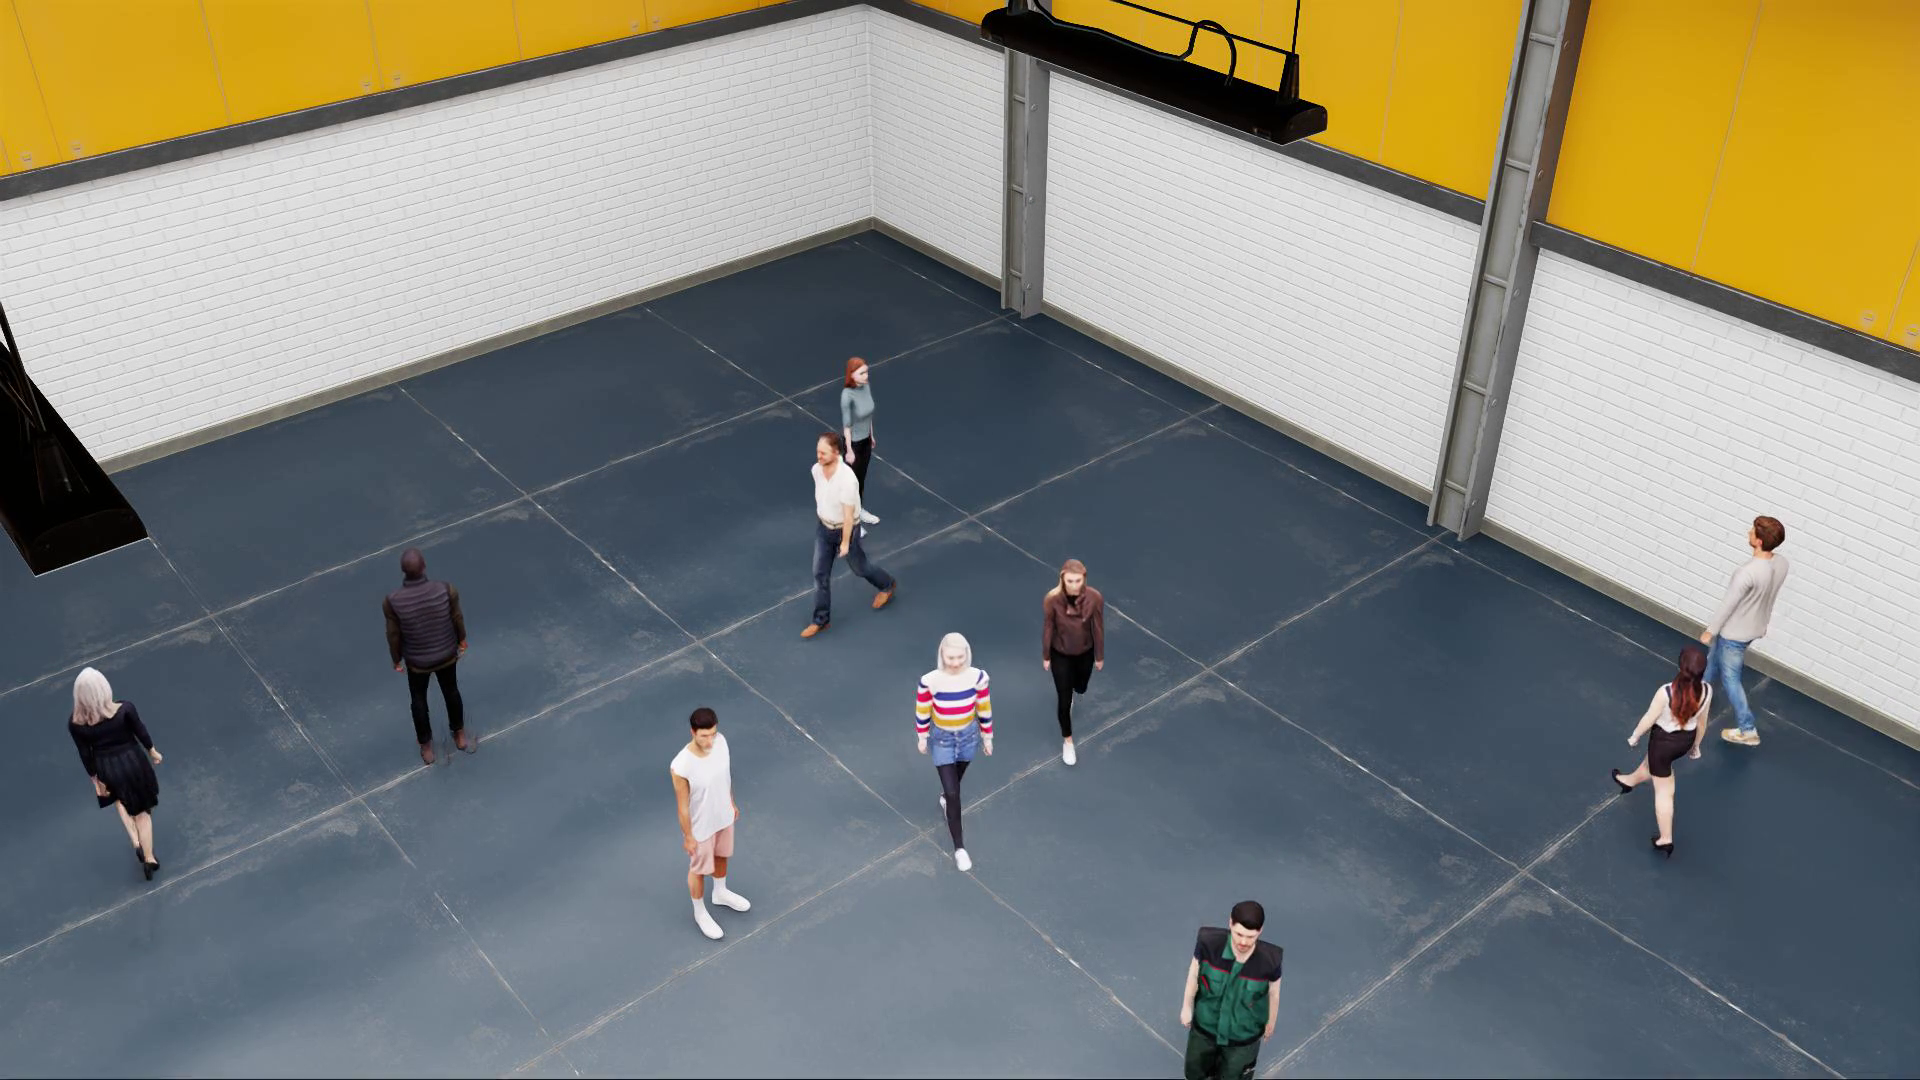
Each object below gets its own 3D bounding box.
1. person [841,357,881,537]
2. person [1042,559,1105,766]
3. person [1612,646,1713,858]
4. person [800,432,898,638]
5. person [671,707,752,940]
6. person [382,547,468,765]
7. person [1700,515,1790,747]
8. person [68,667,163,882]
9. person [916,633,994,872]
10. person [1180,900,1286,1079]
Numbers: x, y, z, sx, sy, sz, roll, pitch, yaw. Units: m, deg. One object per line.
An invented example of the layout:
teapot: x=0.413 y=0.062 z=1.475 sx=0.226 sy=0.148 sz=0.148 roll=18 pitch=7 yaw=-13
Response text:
person: x=-0.917 y=-0.862 z=14.926 sx=0.630 sy=1.740 sz=0.651 roll=17 pitch=37 yaw=24
person: x=0.842 y=0.815 z=12.457 sx=0.982 sy=1.679 sz=1.129 roll=-3 pitch=34 yaw=-4
person: x=4.937 y=1.497 z=11.498 sx=0.913 sy=1.606 sz=1.140 roll=-6 pitch=34 yaw=-9
person: x=-0.903 y=-0.099 z=13.705 sx=1.179 sy=1.820 sz=0.806 roll=28 pitch=43 yaw=35
person: x=-1.660 y=1.799 z=10.881 sx=0.660 sy=1.785 sz=0.692 roll=21 pitch=39 yaw=29
person: x=-3.885 y=0.850 z=12.265 sx=0.789 sy=1.834 sz=0.760 roll=-17 pitch=37 yaw=-24
person: x=5.892 y=0.715 z=12.428 sx=0.741 sy=1.879 sz=1.099 roll=-19 pitch=38 yaw=-27
person: x=-5.629 y=1.618 z=11.200 sx=0.727 sy=1.735 sz=0.778 roll=-11 pitch=35 yaw=-16
person: x=-0.048 y=1.349 z=11.582 sx=0.973 sy=1.759 sz=1.198 roll=-9 pitch=35 yaw=-13
person: x=1.536 y=2.681 z=9.465 sx=1.016 sy=1.885 sz=1.009 roll=11 pitch=35 yaw=16
